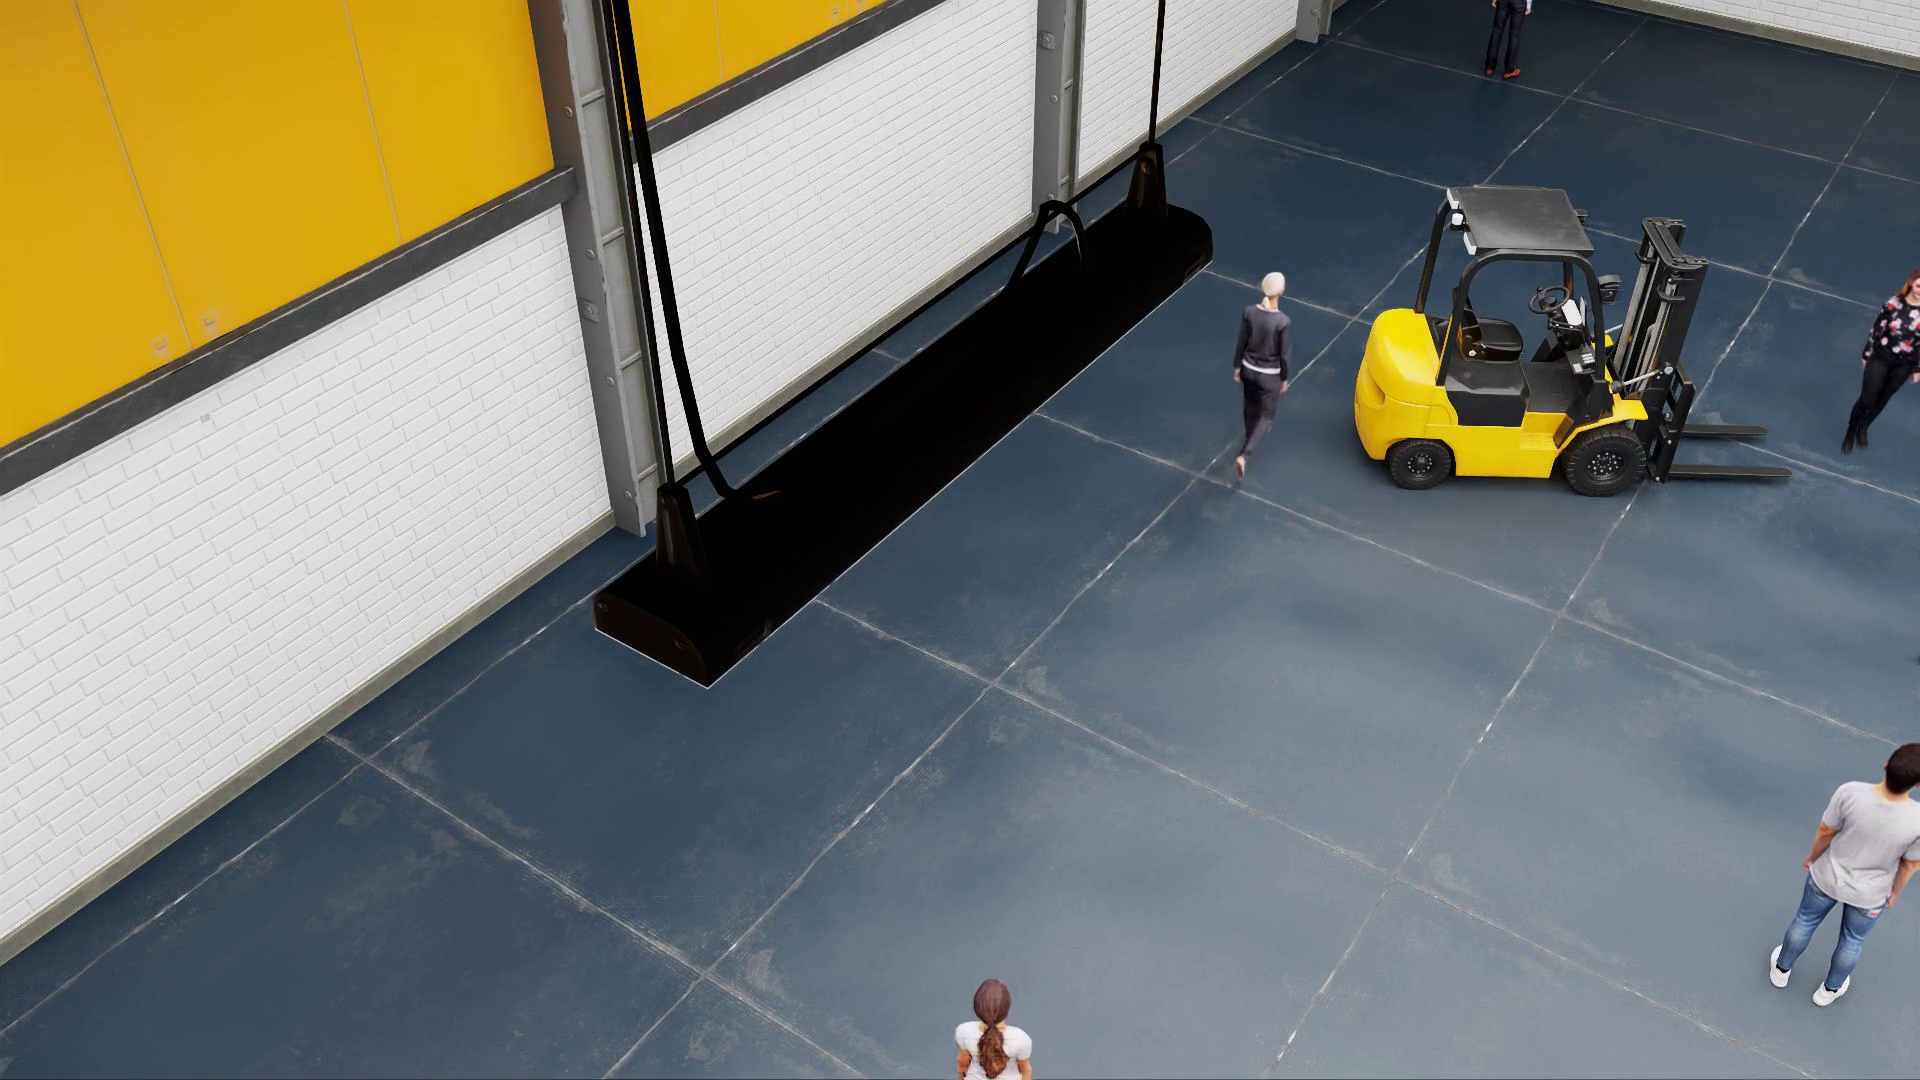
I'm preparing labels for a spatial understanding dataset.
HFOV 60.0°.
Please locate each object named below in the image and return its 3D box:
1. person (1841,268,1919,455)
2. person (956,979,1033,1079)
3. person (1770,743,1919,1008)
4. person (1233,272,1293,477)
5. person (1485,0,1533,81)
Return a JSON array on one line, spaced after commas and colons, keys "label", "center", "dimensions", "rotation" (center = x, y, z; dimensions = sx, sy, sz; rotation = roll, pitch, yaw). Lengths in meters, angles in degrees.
[{"label": "person", "center": [7.516, -1.498, 13.432], "dimensions": [0.680, 1.667, 0.735], "rotation": [9, 40, 11]}, {"label": "person", "center": [0.161, 2.768, 8.187], "dimensions": [0.700, 1.547, 0.971], "rotation": [11, 40, 14]}, {"label": "person", "center": [4.889, 1.824, 9.094], "dimensions": [0.666, 1.890, 0.552], "rotation": [25, 45, 28]}, {"label": "person", "center": [2.358, -1.307, 13.162], "dimensions": [0.607, 1.706, 0.965], "rotation": [23, 44, 26]}, {"label": "person", "center": [6.423, -6.270, 19.308], "dimensions": [0.632, 1.791, 0.550], "rotation": [25, 45, 28]}]
